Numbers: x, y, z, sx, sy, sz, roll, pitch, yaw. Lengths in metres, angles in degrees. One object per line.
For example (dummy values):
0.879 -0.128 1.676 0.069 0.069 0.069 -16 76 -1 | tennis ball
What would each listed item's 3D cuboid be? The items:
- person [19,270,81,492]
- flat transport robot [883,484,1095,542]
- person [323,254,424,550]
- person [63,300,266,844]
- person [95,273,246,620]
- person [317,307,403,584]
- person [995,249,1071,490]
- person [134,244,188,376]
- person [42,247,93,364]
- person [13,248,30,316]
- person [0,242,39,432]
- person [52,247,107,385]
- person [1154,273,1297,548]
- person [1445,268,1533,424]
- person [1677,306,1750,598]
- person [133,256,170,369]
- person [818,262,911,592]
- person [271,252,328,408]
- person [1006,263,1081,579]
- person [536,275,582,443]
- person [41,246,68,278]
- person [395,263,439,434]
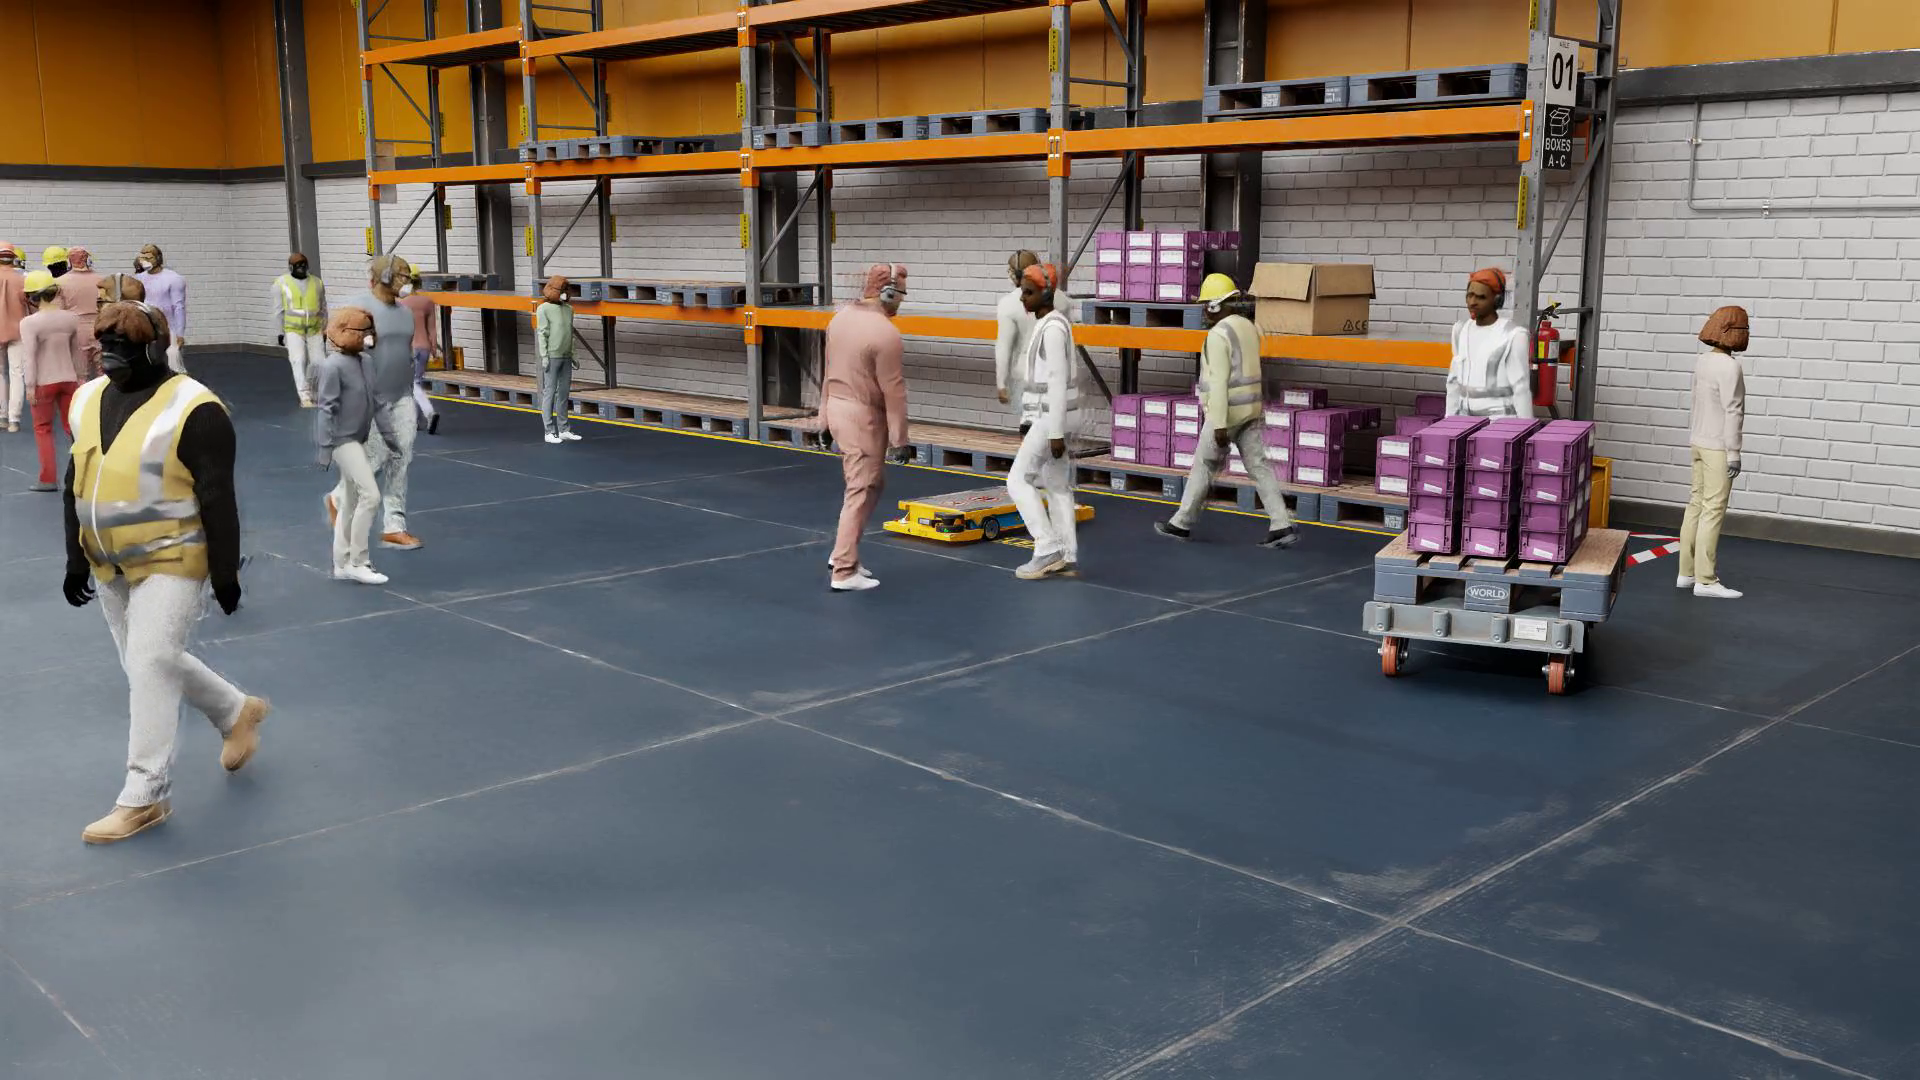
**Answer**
-7.069 -1.232 13.034 0.654 1.747 0.535 4 11 21 | person
0.217 -0.201 11.467 1.431 0.197 0.652 -10 14 -44 | flat transport robot
-3.783 -0.896 10.793 0.656 1.908 0.660 5 11 24 | person
-2.782 0.066 5.824 0.626 1.817 0.854 4 11 22 | person
-4.221 -0.485 8.765 0.615 1.833 0.510 -3 11 -14 | person
-3.486 -0.540 9.654 0.521 1.609 0.531 1 10 3 | person
0.541 -1.204 12.439 0.662 1.918 0.431 -7 12 -32 | person
-8.692 -2.243 18.105 0.622 1.932 0.383 2 11 9 | person
-13.944 -3.600 25.721 0.649 1.854 1.024 5 12 26 | person
-13.657 -3.323 24.229 0.589 1.834 0.403 -1 10 -5 | person
-9.918 -2.112 17.327 0.627 1.937 0.824 -5 12 -27 | person
-9.104 -2.093 17.339 0.644 1.903 0.399 -9 14 -42 | person
1.766 -0.829 10.806 0.970 1.779 0.591 8 13 38 | person
3.106 -0.646 9.660 0.687 1.838 0.599 -4 11 -20 | person
4.264 -0.498 9.368 0.274 1.632 0.507 0 10 2 | person
-9.058 -2.347 19.005 0.803 1.808 0.661 -1 10 -7 | person
-0.530 -0.625 9.412 0.489 1.873 0.683 -6 12 -30 | person
-7.779 -2.475 19.637 0.632 1.824 0.549 -8 13 -38 | person
0.483 -0.682 9.752 0.526 1.860 0.614 1 10 7 | person
-3.940 -1.775 16.336 0.288 1.633 0.497 5 12 26 | person
-10.215 -2.406 19.057 0.439 1.896 0.601 -6 12 -30 | person
-5.561 -1.956 17.025 0.785 1.741 0.523 9 14 40 | person
